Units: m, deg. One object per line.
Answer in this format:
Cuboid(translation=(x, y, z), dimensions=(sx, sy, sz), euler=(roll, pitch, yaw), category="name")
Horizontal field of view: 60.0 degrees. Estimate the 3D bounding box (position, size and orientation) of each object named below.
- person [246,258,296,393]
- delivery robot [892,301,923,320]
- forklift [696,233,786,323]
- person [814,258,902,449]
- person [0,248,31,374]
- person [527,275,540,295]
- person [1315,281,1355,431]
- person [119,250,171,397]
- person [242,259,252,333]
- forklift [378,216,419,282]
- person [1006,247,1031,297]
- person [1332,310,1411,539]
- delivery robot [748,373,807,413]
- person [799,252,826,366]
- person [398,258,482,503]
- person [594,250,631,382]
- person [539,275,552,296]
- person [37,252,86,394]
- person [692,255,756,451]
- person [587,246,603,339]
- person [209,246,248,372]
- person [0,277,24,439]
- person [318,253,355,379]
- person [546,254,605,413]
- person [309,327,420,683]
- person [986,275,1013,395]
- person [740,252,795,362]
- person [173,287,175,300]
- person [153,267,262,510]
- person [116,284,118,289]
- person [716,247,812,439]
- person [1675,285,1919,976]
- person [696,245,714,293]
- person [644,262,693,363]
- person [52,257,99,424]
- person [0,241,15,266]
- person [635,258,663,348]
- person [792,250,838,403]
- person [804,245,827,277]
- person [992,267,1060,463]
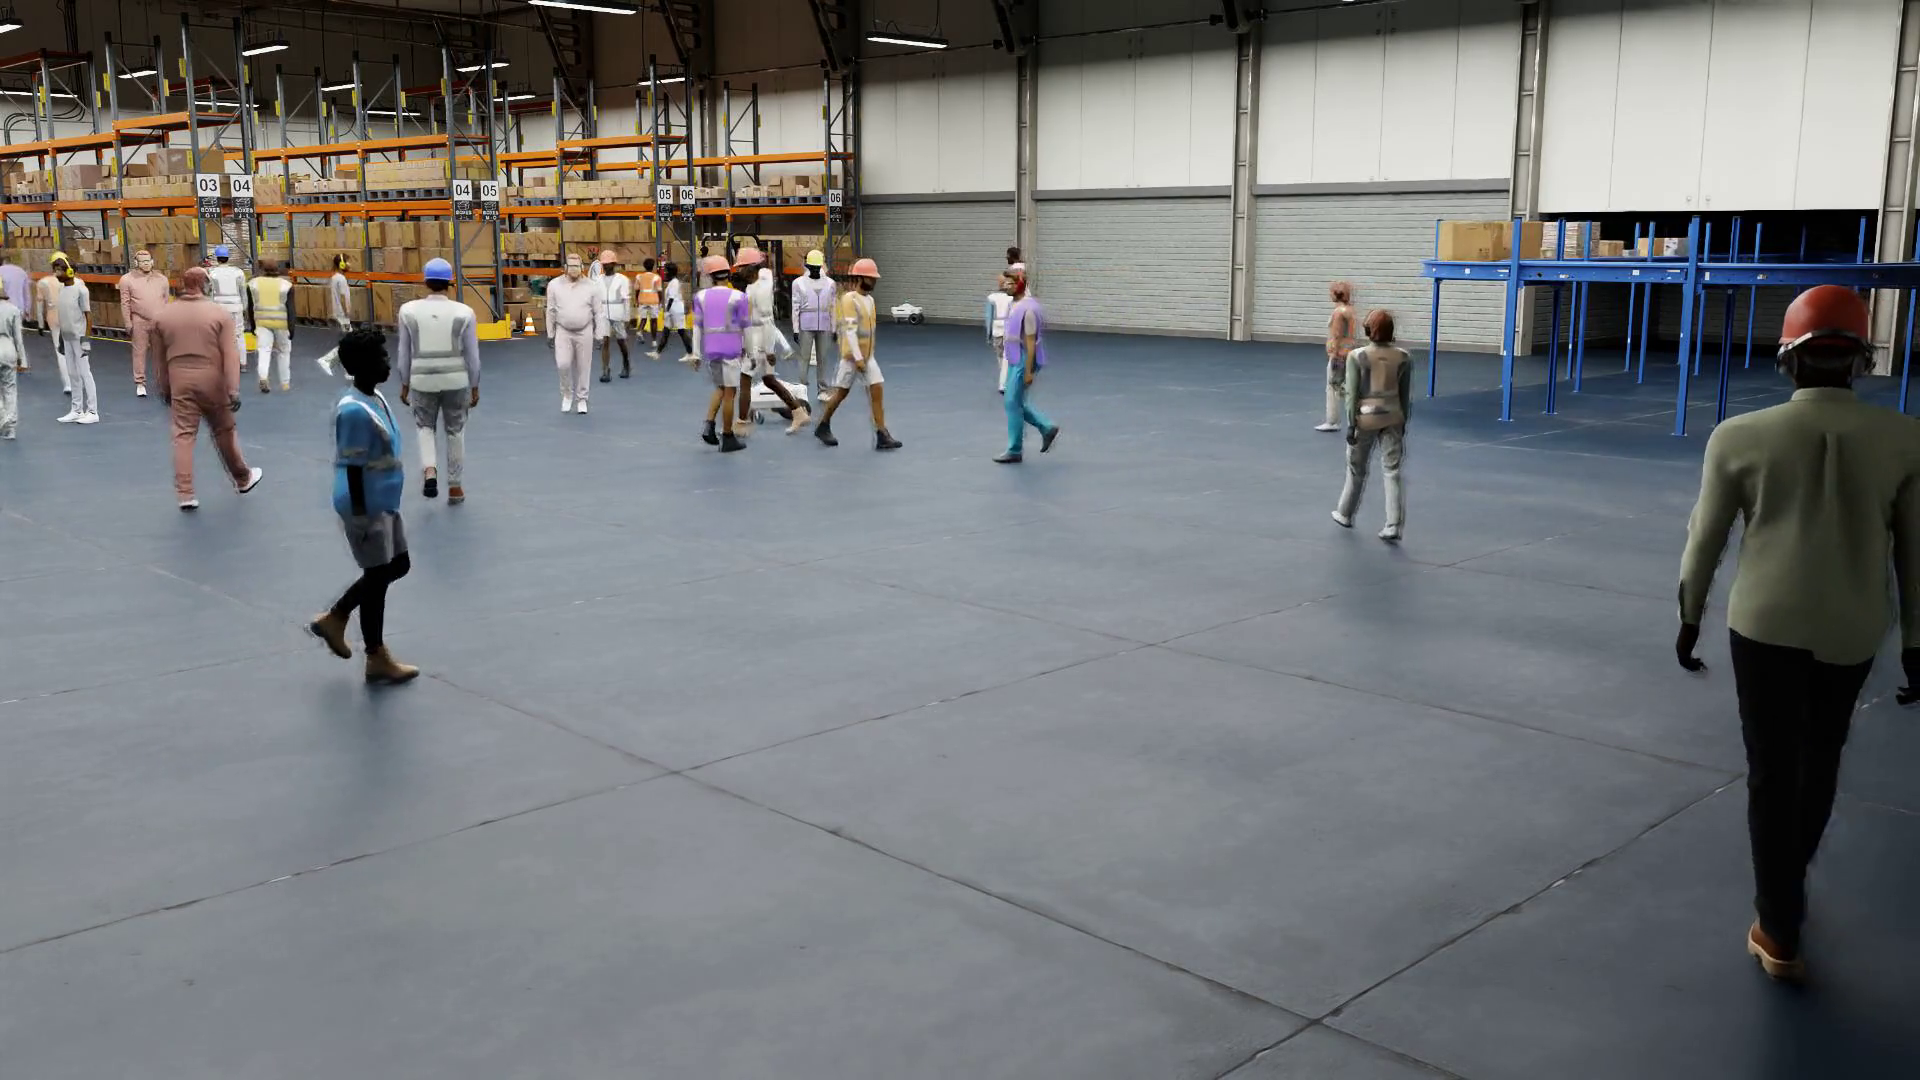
Cuboid(translation=(-9.333, -2.912, 22.560), dimensions=(0.633, 1.815, 0.887), euler=(-2, 11, -12), category="person")
Cuboid(translation=(-1.268, -5.476, 39.803), dimensions=(0.707, 0.478, 0.477), euler=(3, 11, 14), category="delivery robot")
Cuboid(translation=(-5.496, -6.489, 41.108), dimensions=(2.313, 2.155, 1.214), euler=(-10, 14, -44), category="forklift")
Cuboid(translation=(-1.054, -1.868, 16.651), dimensions=(1.007, 1.894, 0.551), euler=(7, 12, 32), category="person")
Cuboid(translation=(-14.643, -3.507, 25.514), dimensions=(0.779, 1.913, 0.646), euler=(2, 11, 12), category="person")
Cuboid(translation=(-11.910, -7.249, 46.389), dimensions=(0.364, 1.741, 0.523), euler=(3, 11, 17), category="person")
Cuboid(translation=(4.155, -1.983, 17.994), dimensions=(0.488, 1.625, 0.517), euler=(5, 11, 25), category="person")
Cuboid(translation=(-10.756, -2.872, 22.053), dimensions=(0.410, 1.909, 0.643), euler=(10, 14, 43), category="person")
Cuboid(translation=(-15.064, -5.223, 35.165), dimensions=(0.605, 1.786, 0.893), euler=(-7, 13, -34), category="person")
Cuboid(translation=(-17.868, -9.201, 54.028), dimensions=(1.873, 2.768, 1.129), euler=(-10, 14, -44), category="forklift")
Cuboid(translation=(1.032, -4.520, 31.107), dimensions=(0.766, 1.881, 0.603), euler=(2, 11, 9), category="person")
Cuboid(translation=(2.933, -0.823, 11.734), dimensions=(0.531, 1.583, 0.884), euler=(-2, 11, -10), category="person")
Cuboid(translation=(-2.124, -1.665, 19.019), dimensions=(0.707, 0.478, 0.477), euler=(-4, 11, -21), category="delivery robot")
Cuboid(translation=(-2.414, -3.795, 27.263), dimensions=(0.430, 1.845, 0.621), euler=(-5, 12, -26), category="person")
Cuboid(translation=(-4.093, -1.247, 13.120), dimensions=(0.638, 1.931, 0.465), euler=(-2, 11, -11), category="person")
Cuboid(translation=(-5.096, -3.308, 24.461), dimensions=(0.553, 1.903, 0.941), euler=(1, 10, 7), category="person")
Cuboid(translation=(-11.923, -7.475, 47.210), dimensions=(0.816, 1.887, 0.594), euler=(9, 14, 42), category="person")
Cuboid(translation=(-12.128, -2.939, 22.501), dimensions=(0.606, 1.871, 0.997), euler=(-6, 12, -28), category="person")
Cuboid(translation=(-2.327, -1.849, 16.465), dimensions=(0.522, 1.916, 0.493), euler=(5, 12, 25), category="person")
Cuboid(translation=(-7.527, -5.114, 34.347), dimensions=(0.356, 1.883, 0.573), euler=(-3, 11, -17), category="person")
Cuboid(translation=(-11.314, -3.558, 25.682), dimensions=(0.602, 1.948, 0.387), euler=(-8, 13, -37), category="person")
Cuboid(translation=(-10.005, -1.911, 17.292), dimensions=(0.387, 1.728, 0.505), euler=(9, 14, 41), category="person")
Cuboid(translation=(-9.139, -3.296, 24.517), dimensions=(0.579, 1.856, 0.539), euler=(-5, 11, -25), category="person")
Cuboid(translation=(-4.556, -2.437, 19.720), dimensions=(0.687, 1.885, 0.575), euler=(-2, 11, -11), category="person")
Cuboid(translation=(-2.843, -0.160, 7.866), dimensions=(0.441, 1.687, 0.541), euler=(-2, 11, -9), category="person")
Cuboid(translation=(0.620, -2.759, 22.293), dimensions=(0.534, 1.594, 0.870), euler=(3, 11, 15), category="person")
Cuboid(translation=(-3.258, -3.924, 27.986), dimensions=(0.943, 1.846, 0.574), euler=(4, 11, 21), category="person")
Cuboid(translation=(-22.279, -7.489, 47.517), dimensions=(0.815, 1.810, 0.596), euler=(-5, 11, -24), category="person")
Cuboid(translation=(-5.946, -1.203, 13.116), dimensions=(0.693, 1.858, 1.033), euler=(0, 10, -1), category="person")
Cuboid(translation=(-20.891, -6.249, 40.765), dimensions=(0.656, 1.816, 0.765), euler=(-4, 11, -19), category="person")
Cuboid(translation=(-2.046, -2.074, 17.480), dimensions=(0.996, 2.004, 0.603), euler=(-2, 11, -12), category="person")
Cuboid(translation=(2.486, 0.229, 4.989), dimensions=(0.653, 1.955, 0.933), euler=(2, 11, 13), category="person")
Cuboid(translation=(-5.998, -5.982, 39.109), dimensions=(0.521, 1.873, 0.334), euler=(-9, 13, -39), category="person")
Cuboid(translation=(-4.858, -3.783, 27.705), dimensions=(0.848, 1.656, 0.538), euler=(-3, 11, -15), category="person")
Cuboid(translation=(-10.028, -2.256, 18.813), dimensions=(0.519, 1.865, 0.326), euler=(5, 12, 27), category="person")
Cuboid(translation=(-21.332, -5.657, 36.959), dimensions=(0.904, 2.005, 0.644), euler=(10, 14, 44), category="person")
Cuboid(translation=(-5.883, -4.476, 31.398), dimensions=(0.537, 1.686, 0.434), euler=(1, 10, 8), category="person")
Cuboid(translation=(-1.827, -2.694, 21.034), dimensions=(0.594, 1.922, 0.384), euler=(-5, 11, -24), category="person")
Cuboid(translation=(-2.522, -4.290, 29.729), dimensions=(0.436, 1.927, 0.662), euler=(5, 12, 27), category="person")
Cuboid(translation=(0.621, -1.632, 15.523), dimensions=(0.578, 1.819, 0.612), euler=(-2, 11, -13), category="person")
